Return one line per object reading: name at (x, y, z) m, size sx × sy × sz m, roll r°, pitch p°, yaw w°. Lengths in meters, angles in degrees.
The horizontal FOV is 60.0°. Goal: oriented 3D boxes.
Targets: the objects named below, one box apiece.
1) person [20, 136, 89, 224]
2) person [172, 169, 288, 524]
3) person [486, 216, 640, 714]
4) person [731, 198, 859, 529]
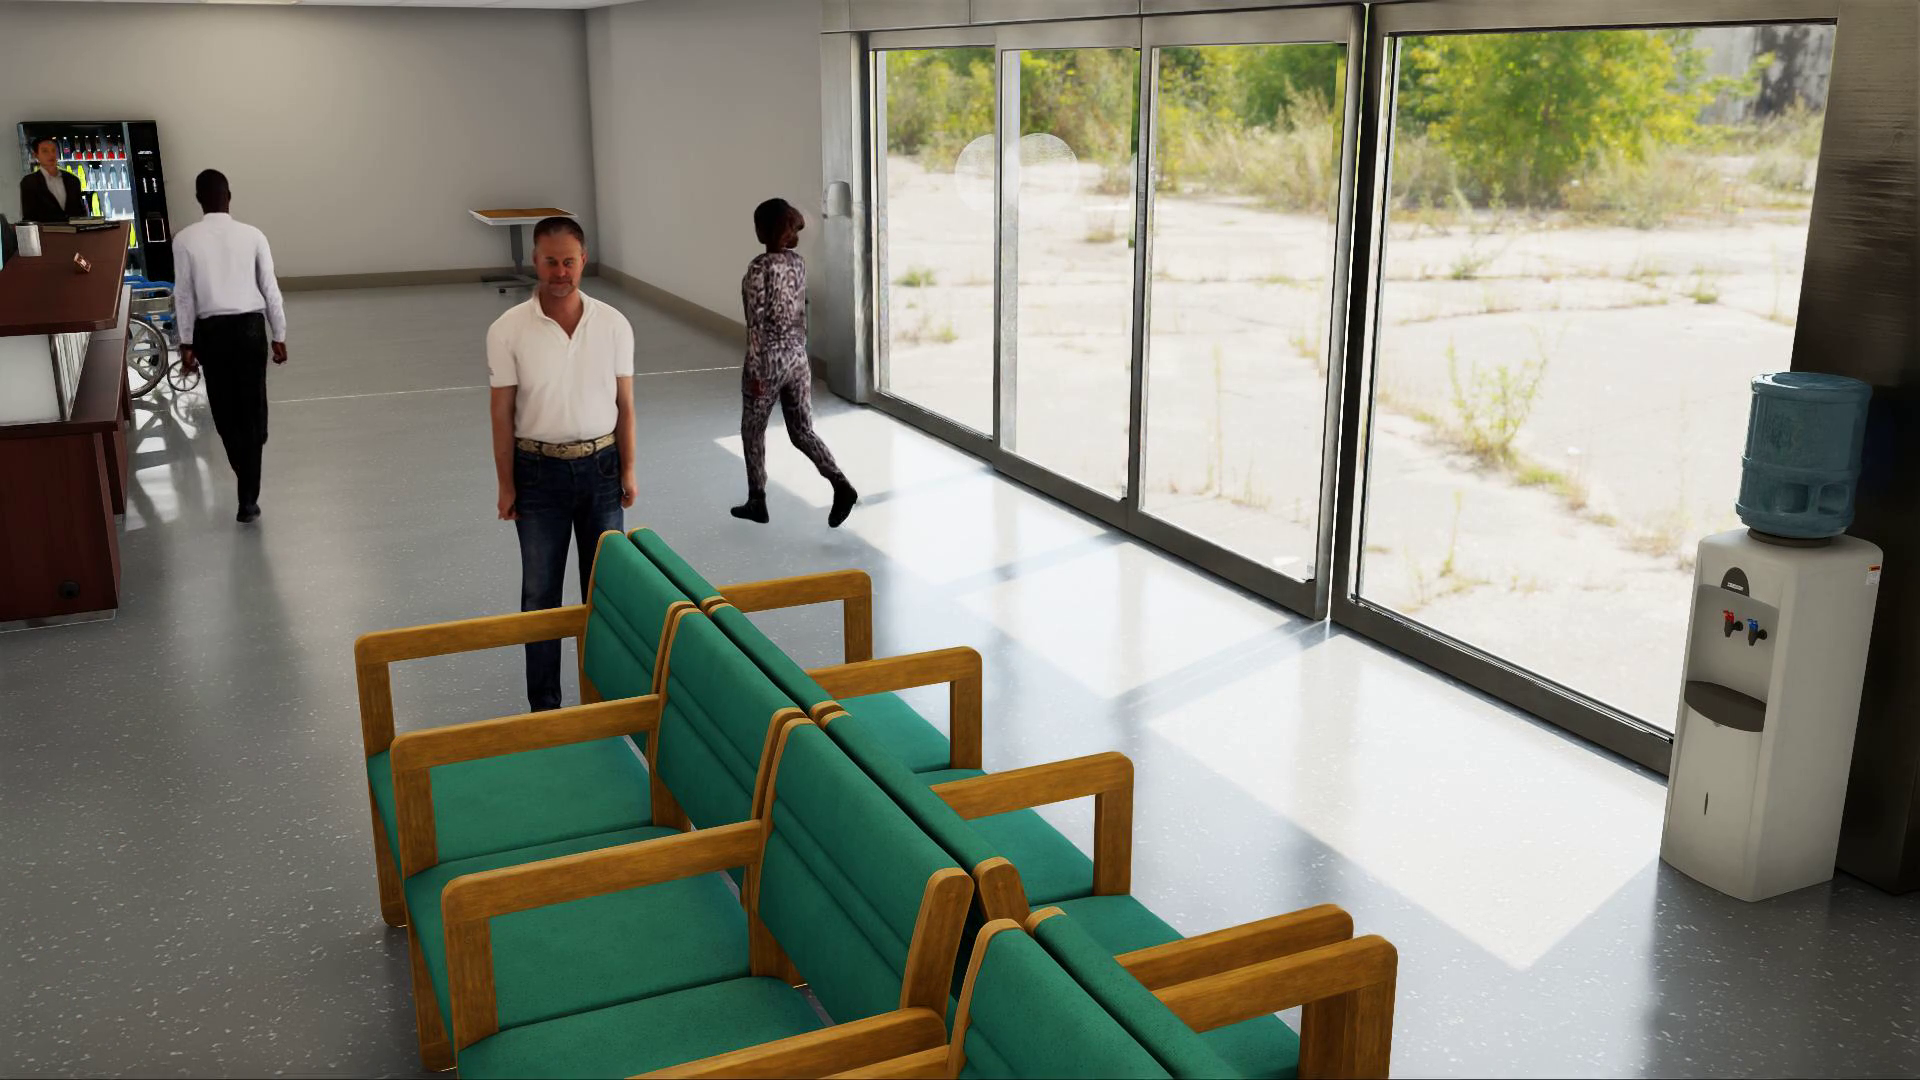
person at (-7.616, -2.478, 14.005) m, size 0.899 × 1.797 × 0.795 m, roll 11°, pitch 19°, yaw 34°
person at (-3.794, -0.974, 8.674) m, size 1.160 × 1.796 × 0.824 m, roll -5°, pitch 16°, yaw -17°
person at (-1.393, -0.228, 5.926) m, size 0.571 × 1.851 × 0.758 m, roll -4°, pitch 16°, yaw -14°
person at (-0.861, -0.844, 8.412) m, size 0.960 × 1.687 × 1.112 m, roll 13°, pitch 20°, yaw 38°
